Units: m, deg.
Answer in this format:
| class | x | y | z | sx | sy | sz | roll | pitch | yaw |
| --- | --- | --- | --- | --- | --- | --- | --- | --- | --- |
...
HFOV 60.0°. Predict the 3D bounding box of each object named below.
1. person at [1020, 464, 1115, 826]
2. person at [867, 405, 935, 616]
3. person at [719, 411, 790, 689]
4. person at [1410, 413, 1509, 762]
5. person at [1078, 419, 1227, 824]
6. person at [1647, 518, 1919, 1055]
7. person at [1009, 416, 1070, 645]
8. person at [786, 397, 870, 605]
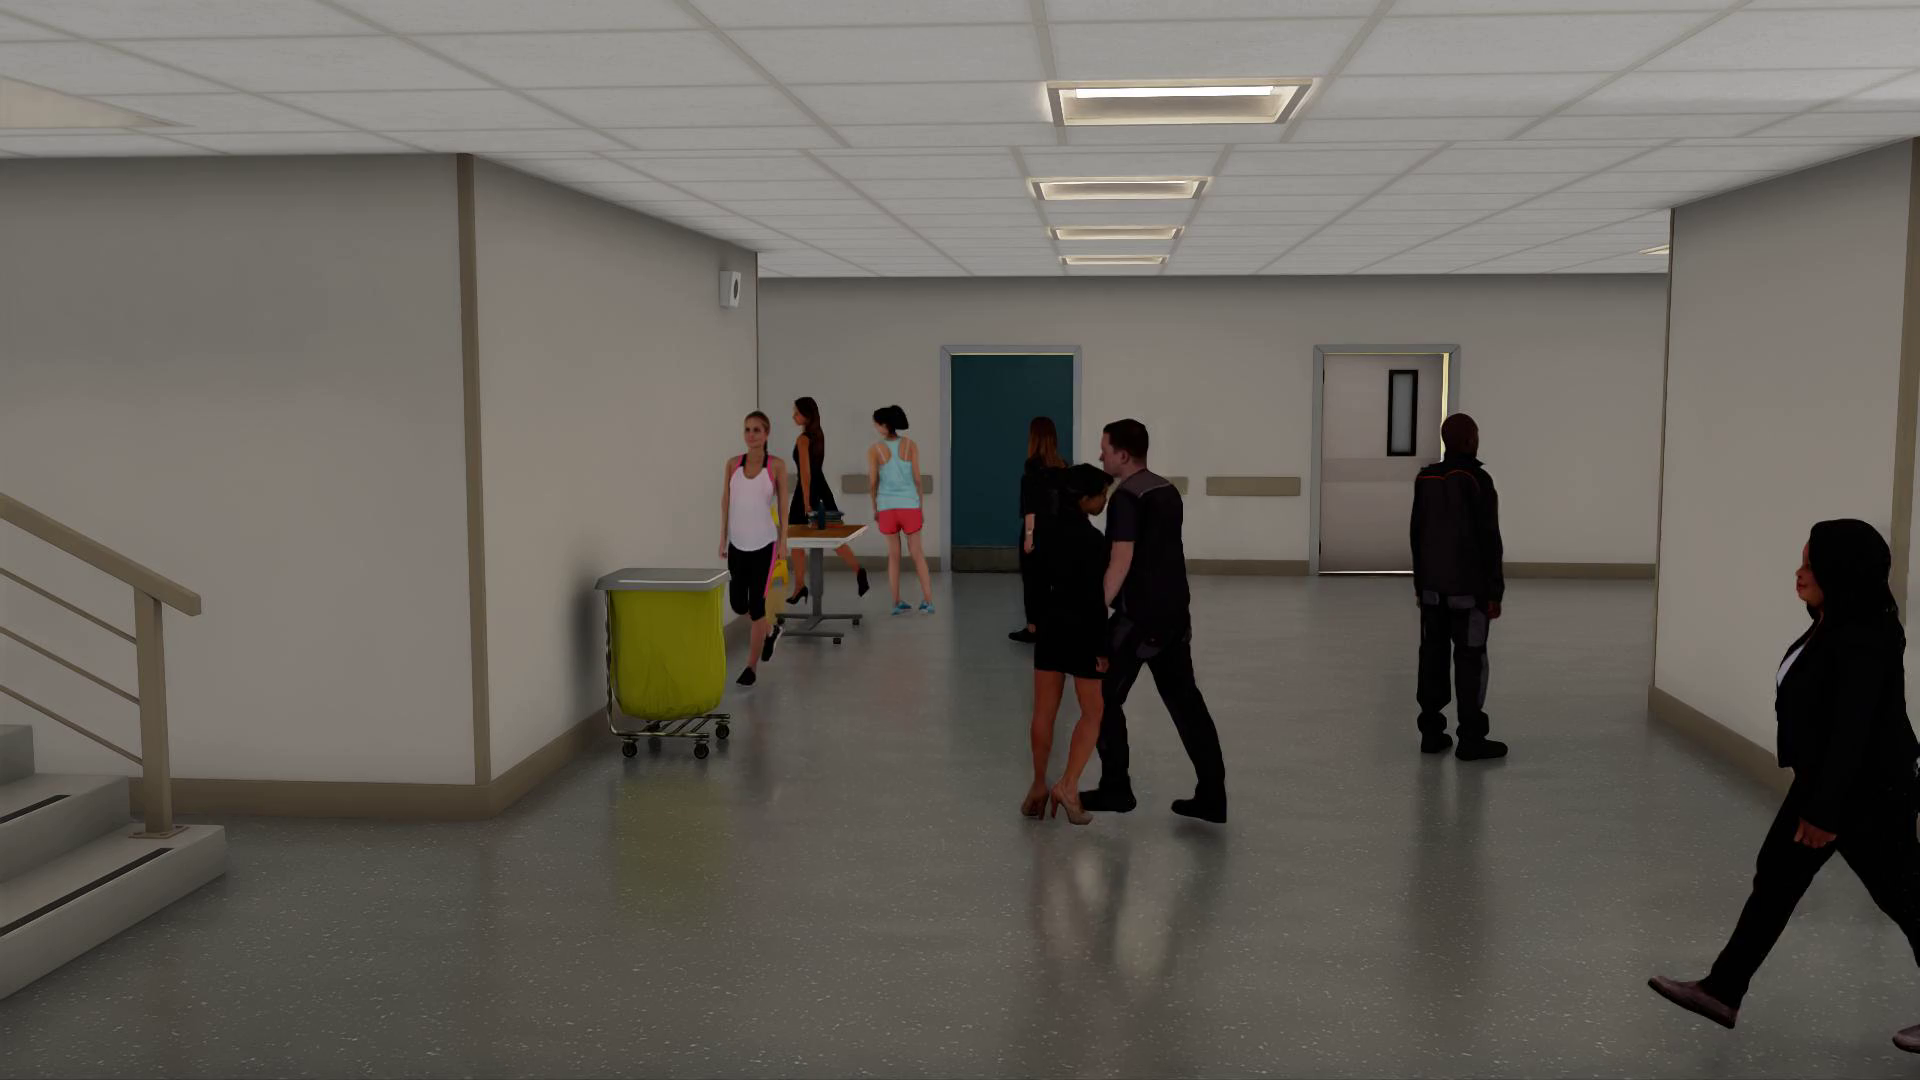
| class | x | y | z | sx | sy | sz | roll | pitch | yaw |
| --- | --- | --- | --- | --- | --- | --- | --- | --- | --- |
| person | 0.455 | 0.477 | 7.407 | 0.706 | 1.624 | 0.809 | 3 | 7 | 30 |
| person | -0.553 | -0.212 | 13.686 | 0.556 | 1.738 | 0.776 | 1 | 6 | 12 |
| person | -1.323 | 0.053 | 10.867 | 0.946 | 1.775 | 0.808 | 2 | 6 | 16 |
| person | 2.627 | 0.231 | 8.837 | 0.830 | 1.826 | 0.782 | -4 | 7 | -37 |
| person | 0.886 | 0.396 | 7.333 | 1.052 | 1.800 | 0.946 | 4 | 7 | 37 |
| person | 2.694 | 0.764 | 4.858 | 1.183 | 1.562 | 0.752 | 1 | 6 | 12 |
| person | 0.680 | -0.049 | 12.284 | 1.077 | 1.694 | 0.953 | 5 | 8 | 41 |
| person | -1.163 | -0.285 | 14.139 | 1.171 | 1.792 | 0.881 | 3 | 7 | 30 |
